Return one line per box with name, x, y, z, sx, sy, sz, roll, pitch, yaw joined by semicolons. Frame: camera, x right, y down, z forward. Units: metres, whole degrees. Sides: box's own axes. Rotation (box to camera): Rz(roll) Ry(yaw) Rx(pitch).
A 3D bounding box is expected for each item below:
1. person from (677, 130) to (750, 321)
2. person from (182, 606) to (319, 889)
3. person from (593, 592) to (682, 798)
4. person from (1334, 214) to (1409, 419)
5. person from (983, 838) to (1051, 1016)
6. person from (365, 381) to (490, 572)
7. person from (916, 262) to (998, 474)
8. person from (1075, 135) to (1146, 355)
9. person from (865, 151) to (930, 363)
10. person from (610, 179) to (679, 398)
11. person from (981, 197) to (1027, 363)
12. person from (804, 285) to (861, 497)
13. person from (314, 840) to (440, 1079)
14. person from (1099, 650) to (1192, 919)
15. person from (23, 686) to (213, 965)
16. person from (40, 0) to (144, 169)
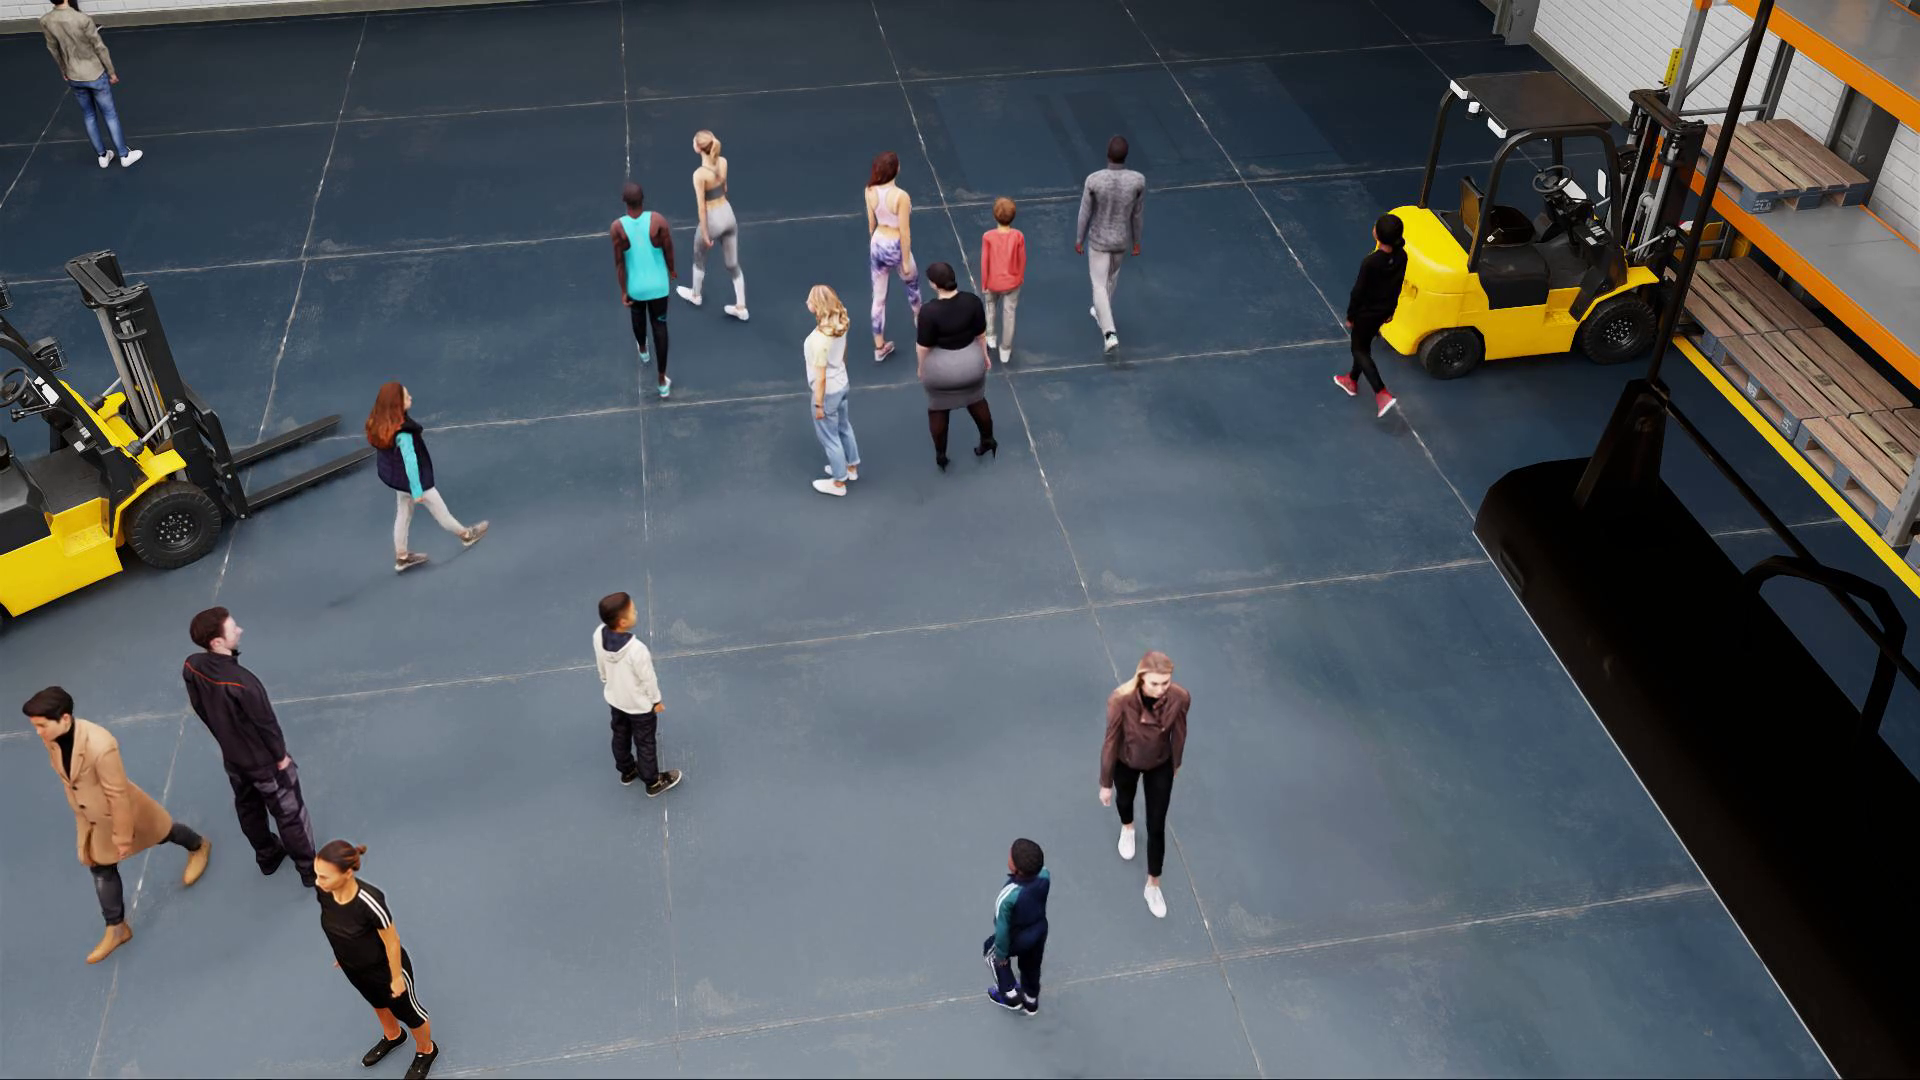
person;-1.974;-2.605;13.949;1.033;1.674;0.919;30;47;32
person;-3.846;1.139;9.072;0.778;1.910;0.797;16;41;20
person;-1.937;0.912;9.724;0.653;1.451;0.709;23;44;26
person;3.236;-1.722;12.859;0.803;1.655;1.083;-18;42;-21
person;0.350;2.026;8.492;0.615;1.247;0.648;-28;46;-30
person;-3.826;-0.408;11.362;0.902;1.470;0.961;-26;45;-28
person;-0.078;-1.213;12.165;0.796;1.726;0.693;-5;39;-6
person;1.228;-2.388;13.566;0.697;1.812;1.095;-7;39;-9
person;-0.600;-2.250;13.463;1.000;1.726;1.163;18;42;21
person;-2.436;-1.939;13.031;0.617;1.779;1.019;-6;39;-8
person;0.351;-2.076;13.504;0.592;1.402;0.678;3;39;4
person;-0.919;-1.074;11.997;0.766;1.718;0.642;12;40;15
person;-2.868;2.046;8.130;0.652;1.669;0.685;18;42;22
person;0.991;1.183;9.209;0.732;1.670;1.005;1;39;1
person;-4.486;1.378;8.946;1.001;1.693;1.260;11;40;14
person;-8.518;-4.529;16.204;0.733;1.866;0.639;-1;39;-1
